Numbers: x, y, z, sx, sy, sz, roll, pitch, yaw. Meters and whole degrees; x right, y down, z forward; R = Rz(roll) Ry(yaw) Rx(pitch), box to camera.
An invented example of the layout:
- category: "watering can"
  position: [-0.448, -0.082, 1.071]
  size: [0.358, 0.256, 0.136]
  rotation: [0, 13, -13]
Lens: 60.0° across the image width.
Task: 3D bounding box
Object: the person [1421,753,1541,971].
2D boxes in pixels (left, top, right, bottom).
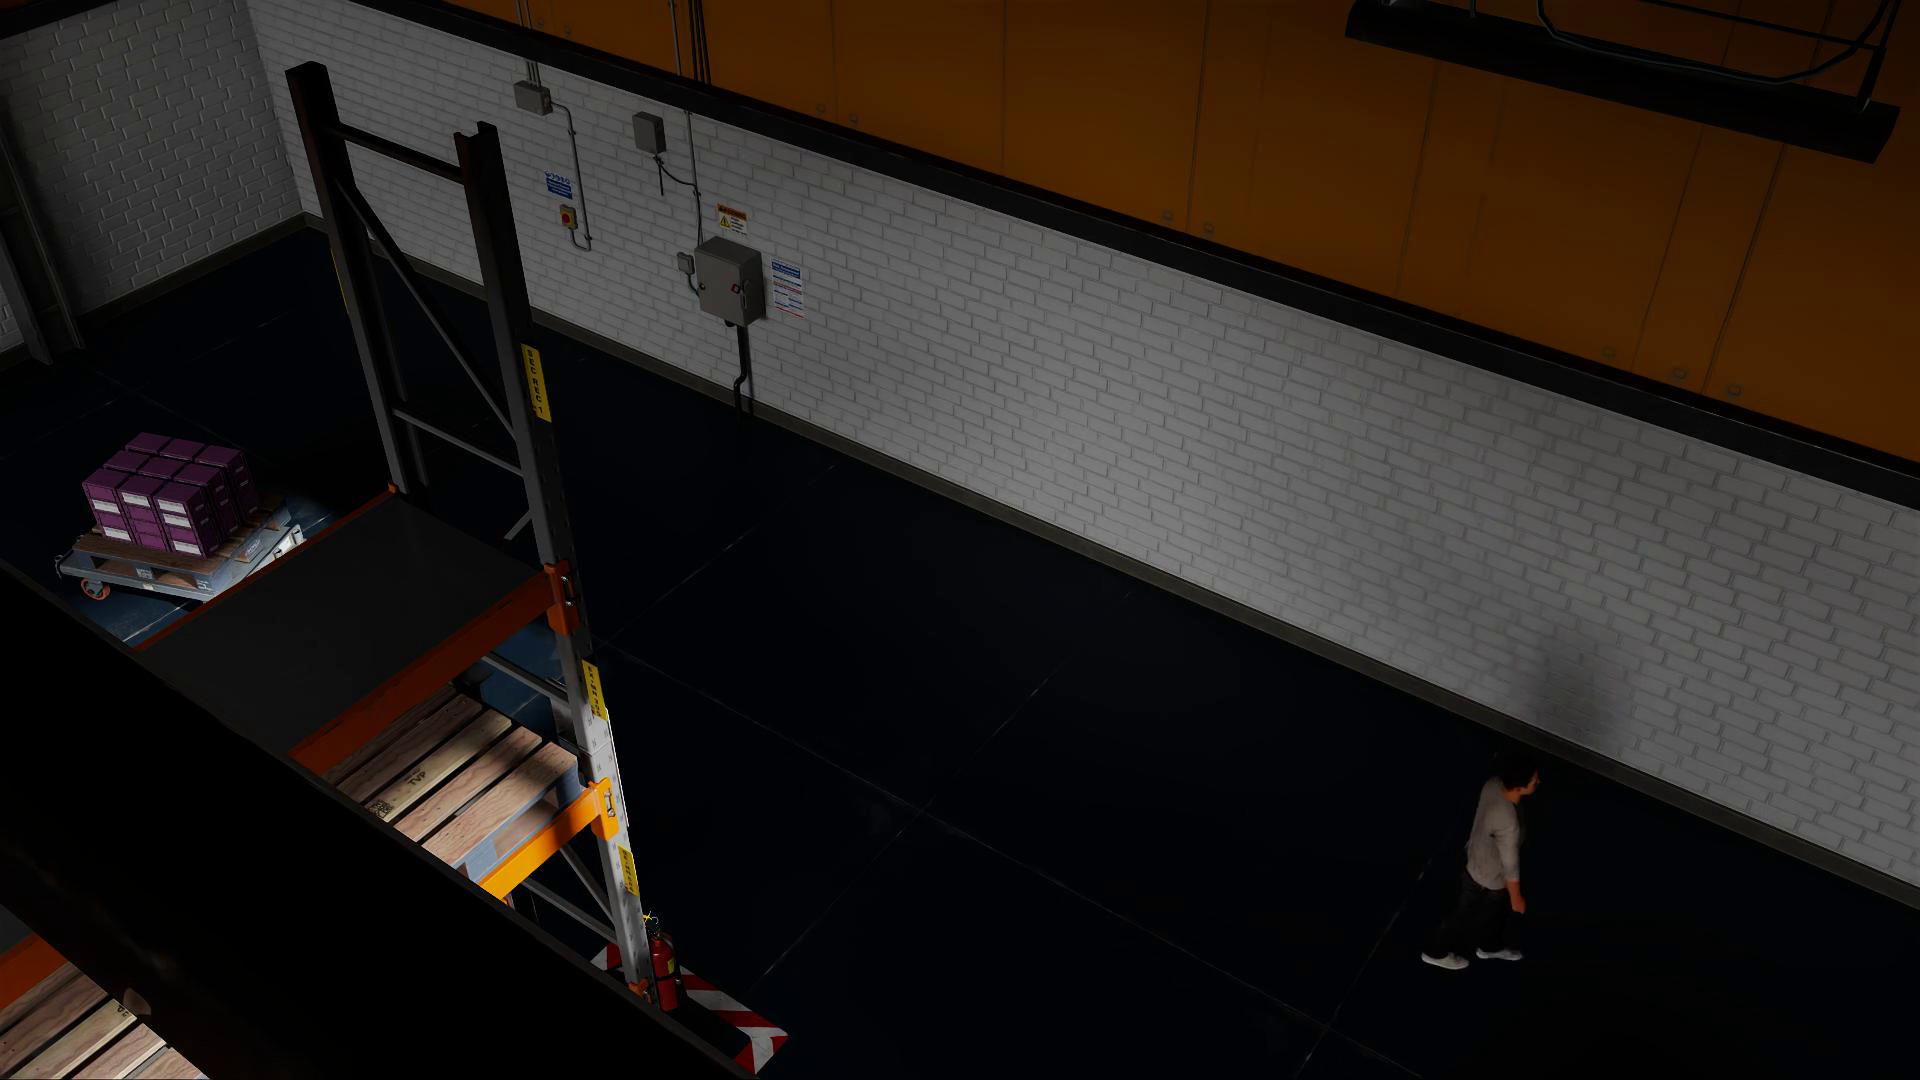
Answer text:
- category: "person"
  position: [2.989, 1.917, 9.718]
  size: [0.896, 1.791, 0.893]
  rotation: [9, 39, 11]
